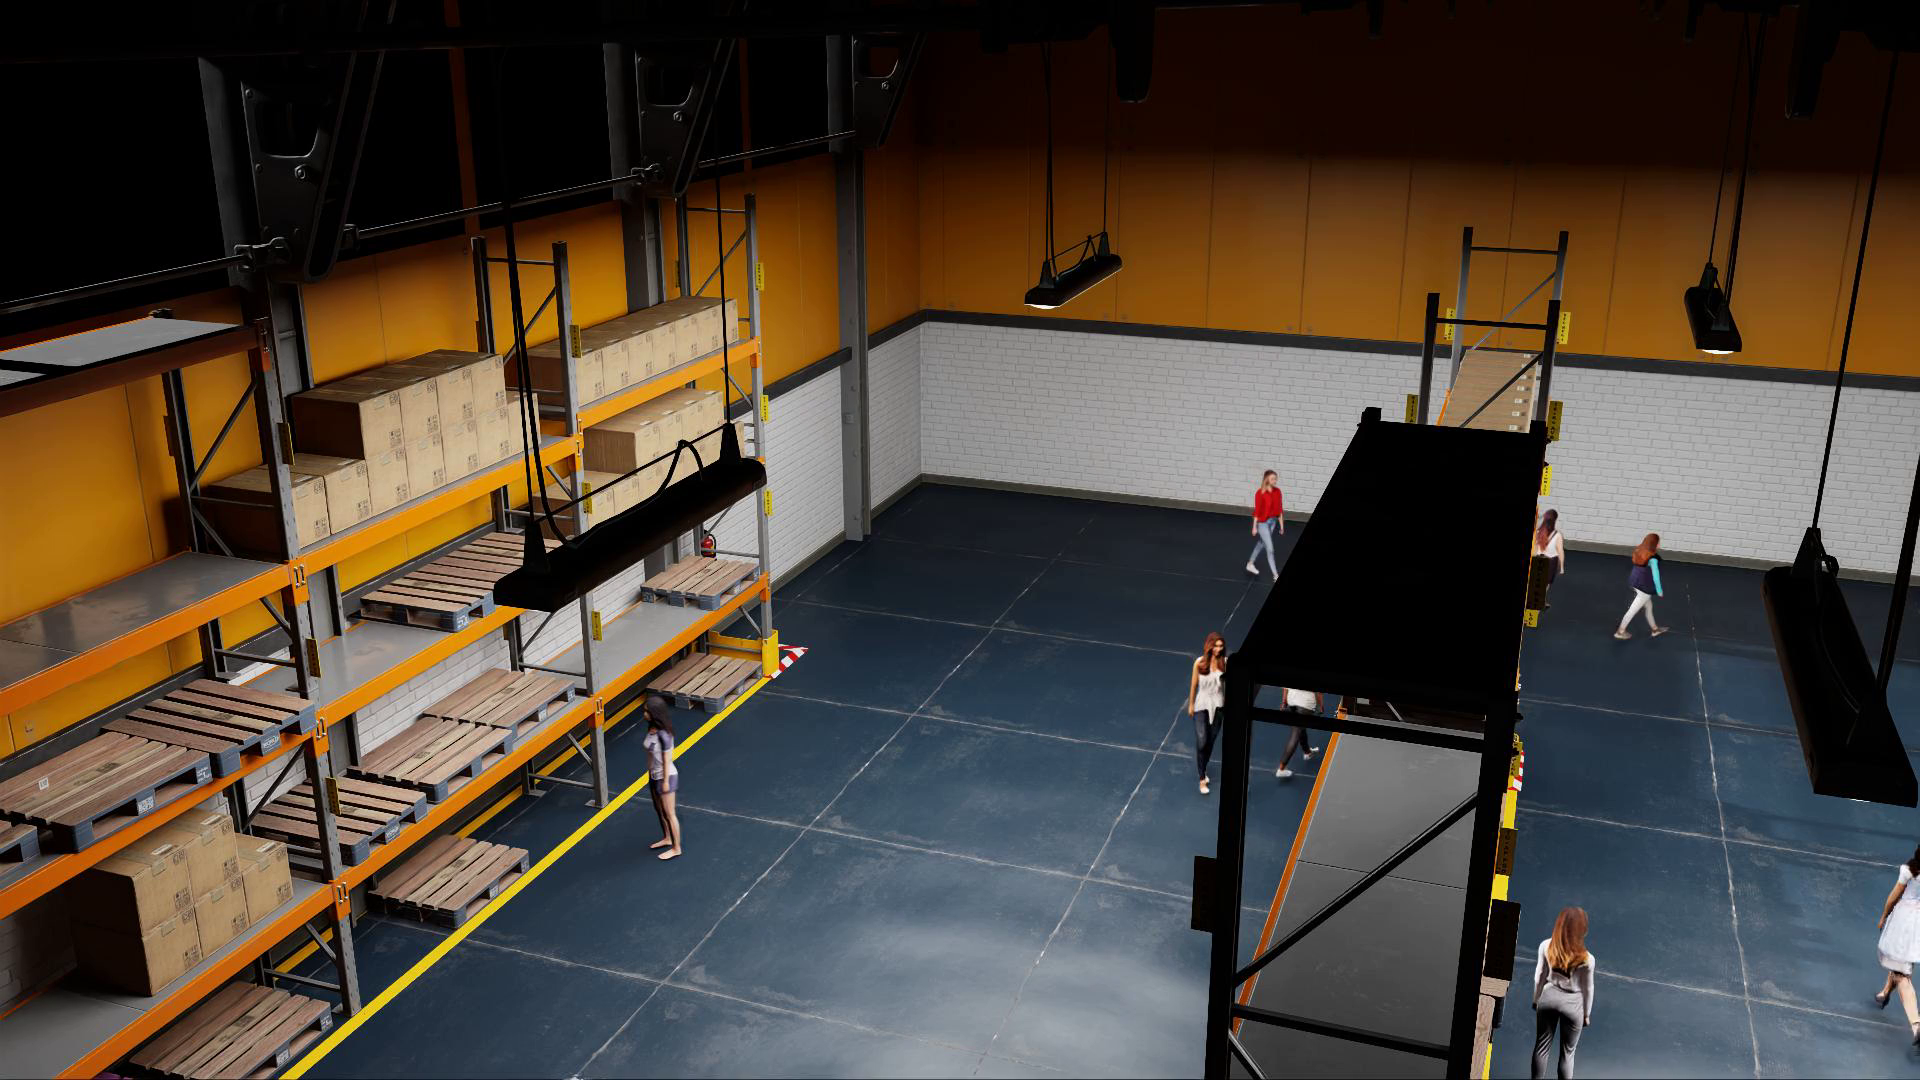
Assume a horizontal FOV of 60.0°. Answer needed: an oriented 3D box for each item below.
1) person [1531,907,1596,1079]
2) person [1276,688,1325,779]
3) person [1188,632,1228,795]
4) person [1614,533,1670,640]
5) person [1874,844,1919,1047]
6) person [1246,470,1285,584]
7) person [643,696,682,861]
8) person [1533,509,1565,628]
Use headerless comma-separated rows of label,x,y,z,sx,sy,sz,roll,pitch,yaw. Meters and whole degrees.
person,4.592,3.608,12.729,0.630,1.766,0.602,12,22,32
person,3.693,1.850,18.211,1.188,1.599,0.934,-16,24,-39
person,2.687,1.809,18.064,0.861,1.769,0.983,-2,19,-7
person,8.977,0.643,22.012,0.848,1.460,0.981,0,19,0
person,7.847,3.287,13.660,0.866,1.780,1.238,1,19,4
person,4.424,-0.214,24.253,1.121,1.654,1.120,-11,22,-29
person,-2.964,2.347,16.568,0.692,1.706,0.662,-12,22,-32
person,7.873,0.417,22.457,0.841,1.604,1.122,16,24,39
